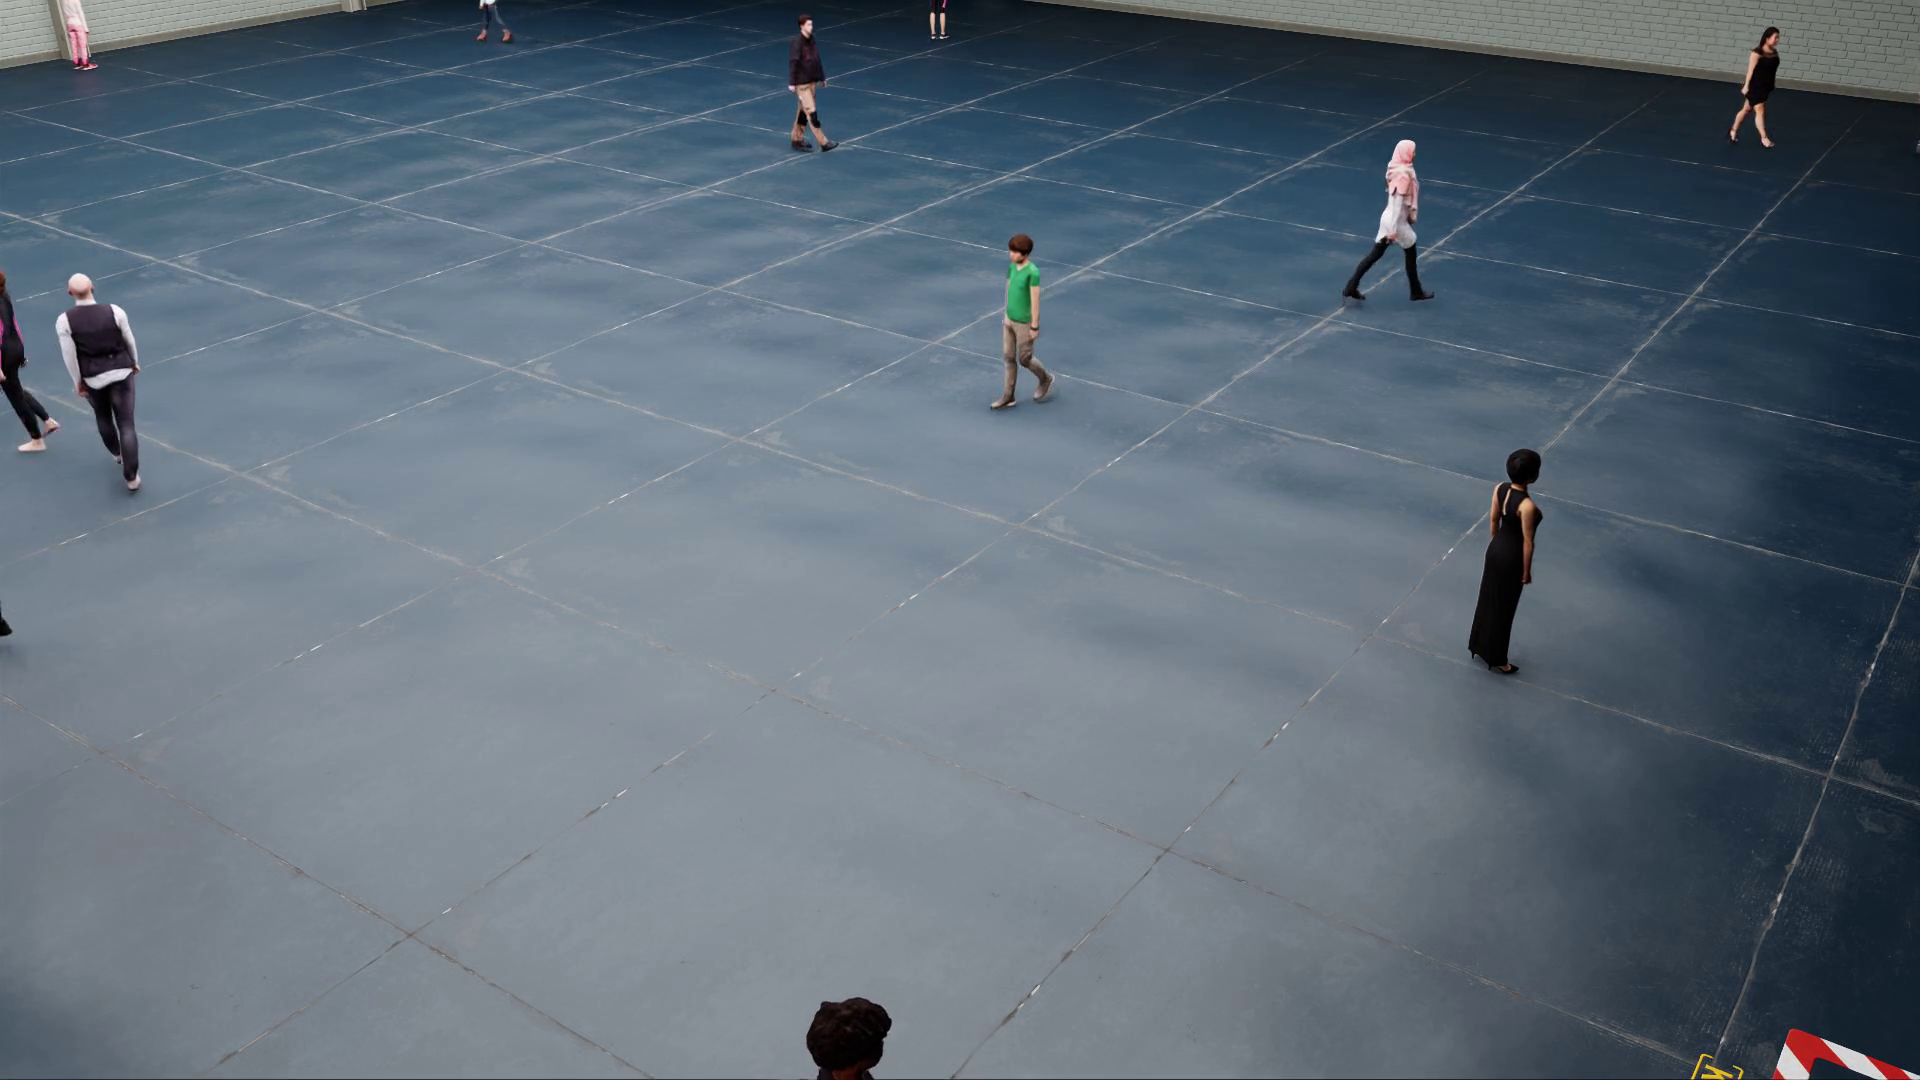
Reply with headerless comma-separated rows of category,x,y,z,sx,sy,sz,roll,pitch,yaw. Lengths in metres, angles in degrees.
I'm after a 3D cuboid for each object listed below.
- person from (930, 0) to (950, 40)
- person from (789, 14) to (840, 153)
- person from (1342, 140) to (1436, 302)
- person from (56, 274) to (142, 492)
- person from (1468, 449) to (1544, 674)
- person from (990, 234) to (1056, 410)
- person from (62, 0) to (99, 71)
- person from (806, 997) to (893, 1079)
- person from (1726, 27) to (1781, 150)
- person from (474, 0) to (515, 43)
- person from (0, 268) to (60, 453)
person,-0.414,-10.389,31.357,0.662,1.788,0.625,8,28,15
person,-2.267,-6.489,23.669,0.862,1.894,1.079,14,30,25
person,4.524,-3.330,17.694,1.229,1.747,1.229,-2,27,-5
person,-6.971,-1.255,13.627,1.207,1.780,1.117,-13,30,-23
person,3.654,0.133,11.124,0.689,1.604,0.657,-8,28,-16
person,0.613,-2.009,15.245,0.982,1.641,0.782,-18,32,-31
person,-15.391,-8.954,28.949,0.598,1.442,0.586,10,29,18
person,-0.475,2.494,6.336,0.908,1.789,0.833,-8,28,-16
person,11.390,-6.482,23.902,1.074,1.668,0.973,-18,32,-30
person,-8.673,-9.973,30.951,0.970,1.421,0.948,-3,27,-5
person,-8.087,-1.572,14.291,0.791,1.737,0.731,-2,27,-4
